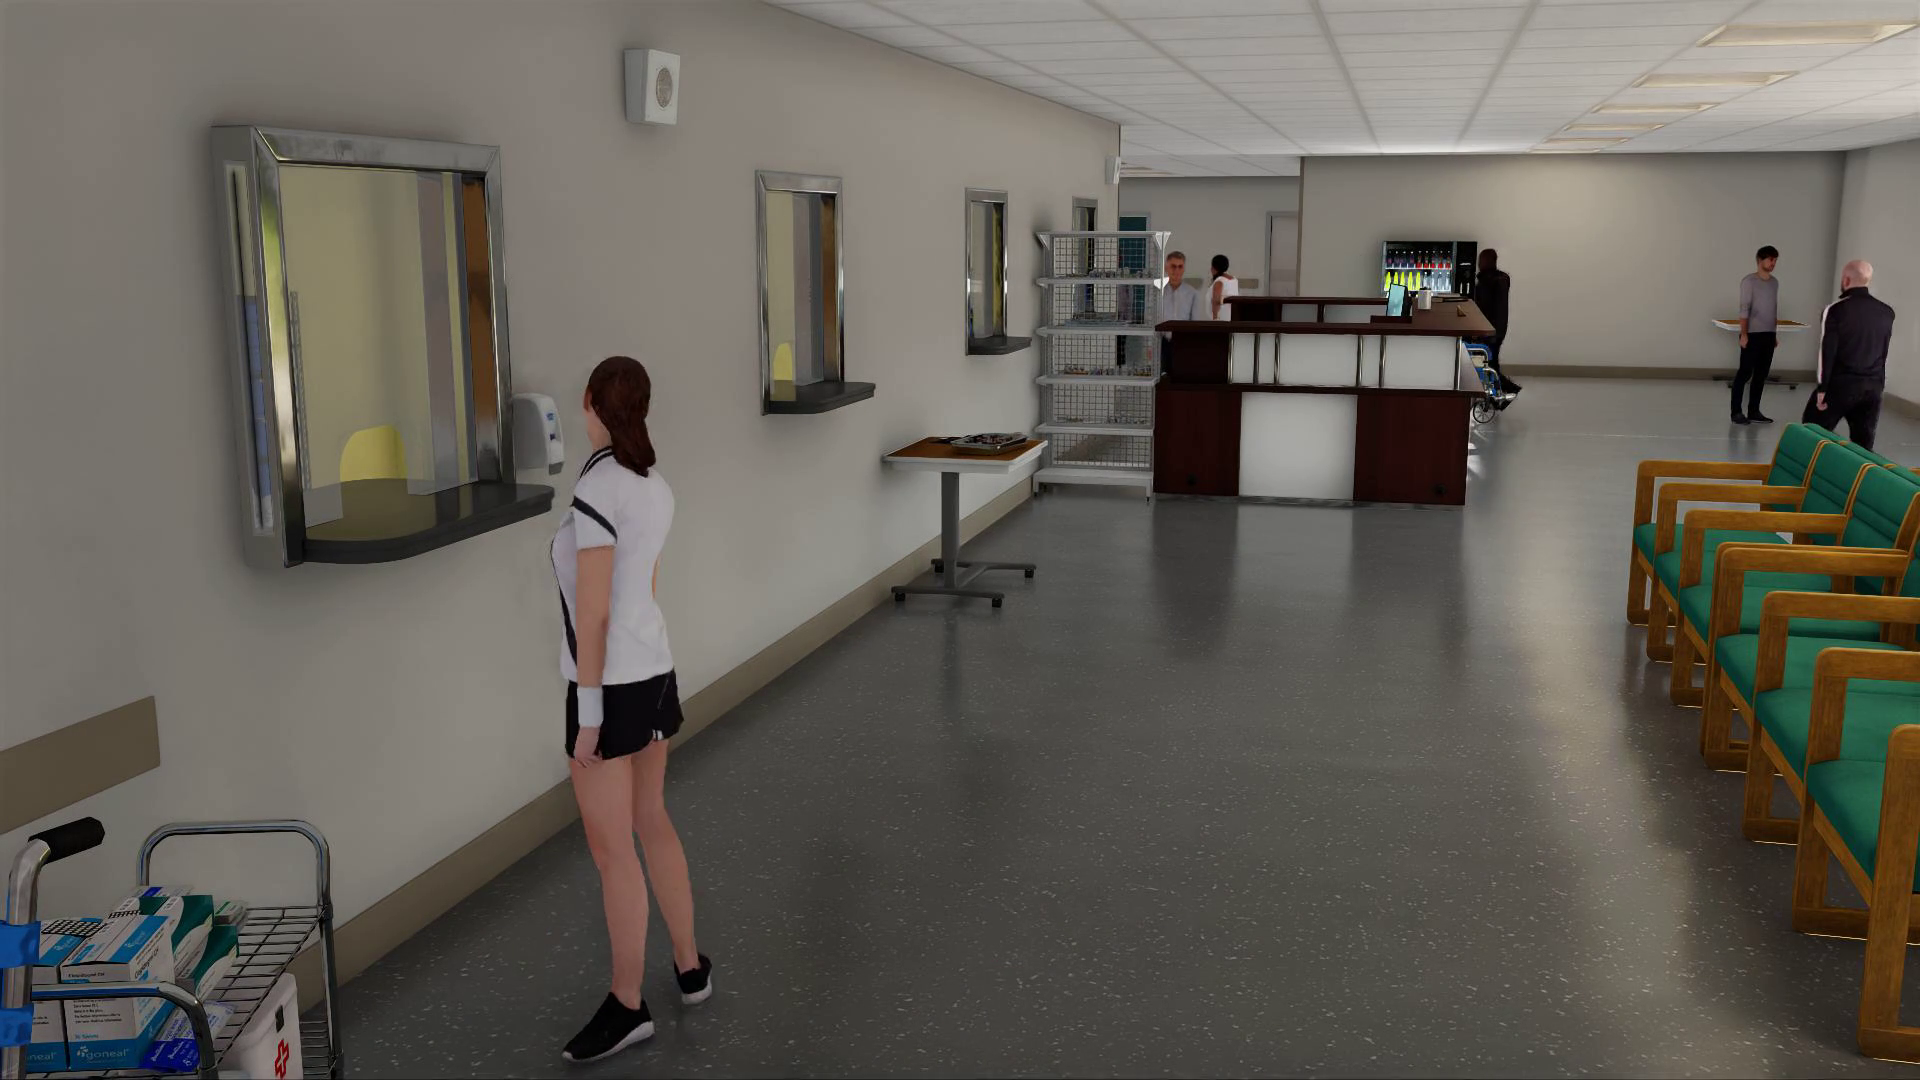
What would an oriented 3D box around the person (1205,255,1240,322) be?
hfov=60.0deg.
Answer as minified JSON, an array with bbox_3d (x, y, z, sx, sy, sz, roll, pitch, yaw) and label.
[{"bbox_3d":[3.336,-2.723,20.879,1.006,1.670,0.847,7,13,34],"label":"person"}]

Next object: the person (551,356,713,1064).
[{"bbox_3d":[-0.854,0.422,4.159,0.565,1.725,0.744,-1,11,-3],"label":"person"}]

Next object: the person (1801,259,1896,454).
[{"bbox_3d":[5.926,-0.916,10.961,0.819,1.819,0.846,0,11,0],"label":"person"}]

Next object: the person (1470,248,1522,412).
[{"bbox_3d":[5.884,-2.275,18.228,1.004,1.778,0.922,10,14,42],"label":"person"}]

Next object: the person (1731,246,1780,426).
[{"bbox_3d":[8.313,-2.141,17.353,0.706,1.842,0.792,-5,12,-24],"label":"person"}]

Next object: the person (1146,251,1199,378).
[{"bbox_3d":[2.018,-1.834,15.902,1.049,1.780,0.808,1,11,7],"label":"person"}]
